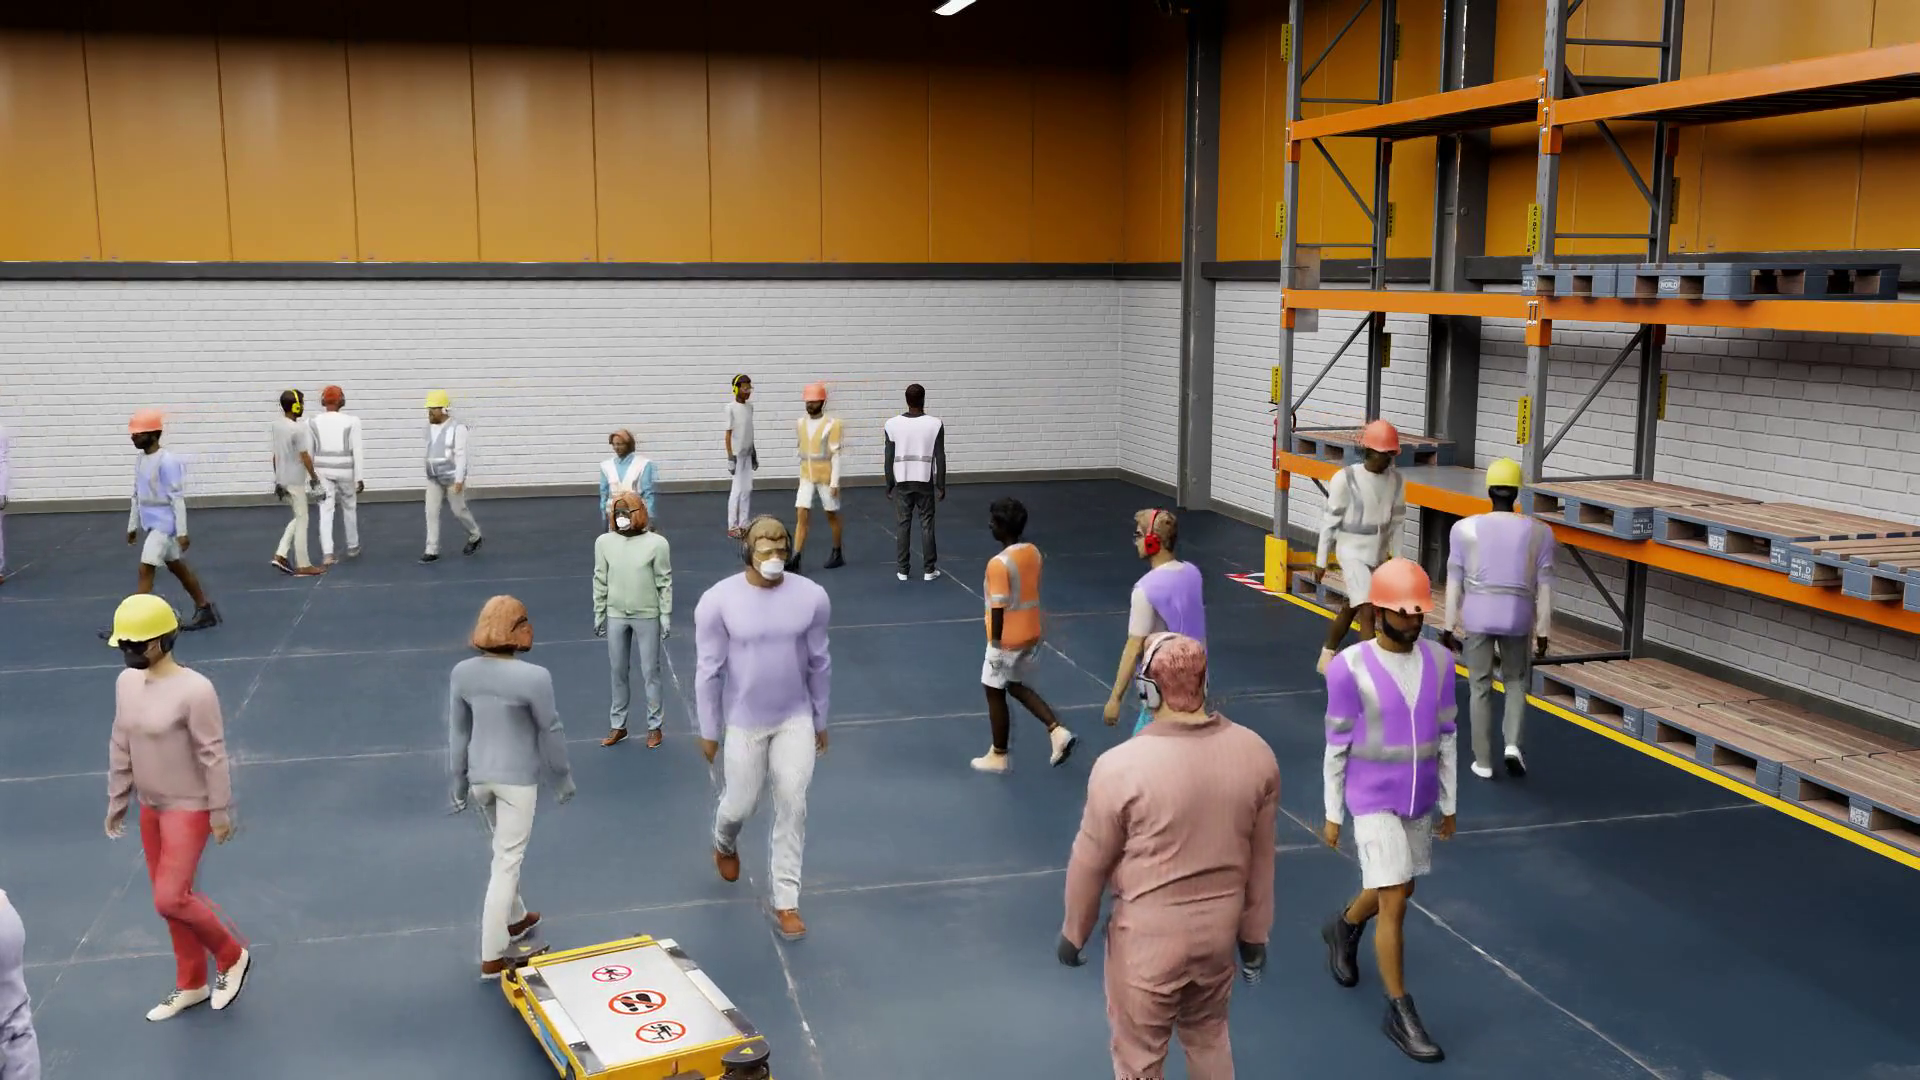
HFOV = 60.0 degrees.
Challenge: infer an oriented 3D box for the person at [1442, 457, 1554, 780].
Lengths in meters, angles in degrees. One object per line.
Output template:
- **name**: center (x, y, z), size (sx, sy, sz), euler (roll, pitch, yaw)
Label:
- **person**: center (3.151, 0.469, 9.783), size (0.596, 1.910, 0.406), euler (2, 9, 10)

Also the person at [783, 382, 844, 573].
- **person**: center (-1.450, -0.613, 16.571), size (0.563, 1.894, 0.966), euler (5, 10, 27)

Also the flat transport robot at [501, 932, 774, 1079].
- **flat transport robot**: center (-1.270, 1.833, 6.384), size (0.652, 0.197, 1.431), euler (-5, 10, -28)

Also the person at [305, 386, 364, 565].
- **person**: center (-6.477, -0.682, 17.235), size (0.596, 1.835, 0.981), euler (-1, 9, -8)

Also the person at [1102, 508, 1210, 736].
- **person**: center (0.915, 0.743, 8.369), size (0.862, 1.807, 0.580), euler (6, 11, 32)

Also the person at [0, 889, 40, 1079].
- **person**: center (-2.469, 1.457, 3.853), size (0.630, 1.840, 0.429), euler (-6, 11, -35)

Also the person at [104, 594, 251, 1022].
- **person**: center (-3.144, 1.064, 6.588), size (0.521, 1.747, 0.371), euler (6, 11, 31)

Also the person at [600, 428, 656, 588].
- **person**: center (-2.941, -0.196, 14.837), size (0.528, 1.621, 0.537), euler (2, 9, 11)

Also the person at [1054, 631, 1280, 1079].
- **person**: center (0.640, 1.214, 5.206), size (0.654, 1.892, 0.493), euler (-5, 10, -27)

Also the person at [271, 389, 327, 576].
- **person**: center (-6.505, -0.553, 16.343), size (0.550, 1.858, 0.407), euler (8, 12, 41)

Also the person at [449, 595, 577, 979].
- **person**: center (-1.915, 1.030, 7.209), size (0.498, 1.609, 0.728), euler (4, 10, 22)

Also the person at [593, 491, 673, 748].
- **person**: center (-2.062, 0.499, 10.474), size (0.509, 1.632, 0.267), euler (1, 9, 8)

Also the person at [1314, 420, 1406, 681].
- **person**: center (2.866, 0.122, 11.813), size (0.633, 1.975, 1.080), euler (-5, 10, -28)

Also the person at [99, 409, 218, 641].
- **person**: center (-6.590, -0.131, 13.630), size (0.566, 1.885, 0.987), euler (8, 12, 41)

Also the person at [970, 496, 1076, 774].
- **person**: center (0.351, 0.576, 9.802), size (0.559, 1.681, 0.533), euler (5, 11, 31)

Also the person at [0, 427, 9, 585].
- **person**: center (-9.234, -0.423, 15.515), size (0.647, 1.870, 0.925), euler (-3, 9, -16)

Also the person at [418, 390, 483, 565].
- **person**: center (-5.307, -0.672, 17.294), size (0.597, 1.801, 0.808), euler (4, 10, 21)

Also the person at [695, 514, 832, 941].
- **person**: center (-0.917, 0.812, 7.664), size (0.634, 1.915, 0.786), euler (-4, 10, -22)

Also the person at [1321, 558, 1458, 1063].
- **person**: center (1.674, 0.989, 6.582), size (0.552, 1.908, 0.890), euler (-3, 10, -19)

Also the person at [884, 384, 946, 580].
- **person**: center (-0.436, -0.559, 16.194), size (0.597, 1.915, 0.371), euler (1, 9, 5)

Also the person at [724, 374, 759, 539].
- **person**: center (-2.460, -0.942, 18.782), size (0.330, 1.861, 0.519), euler (5, 10, 28)
